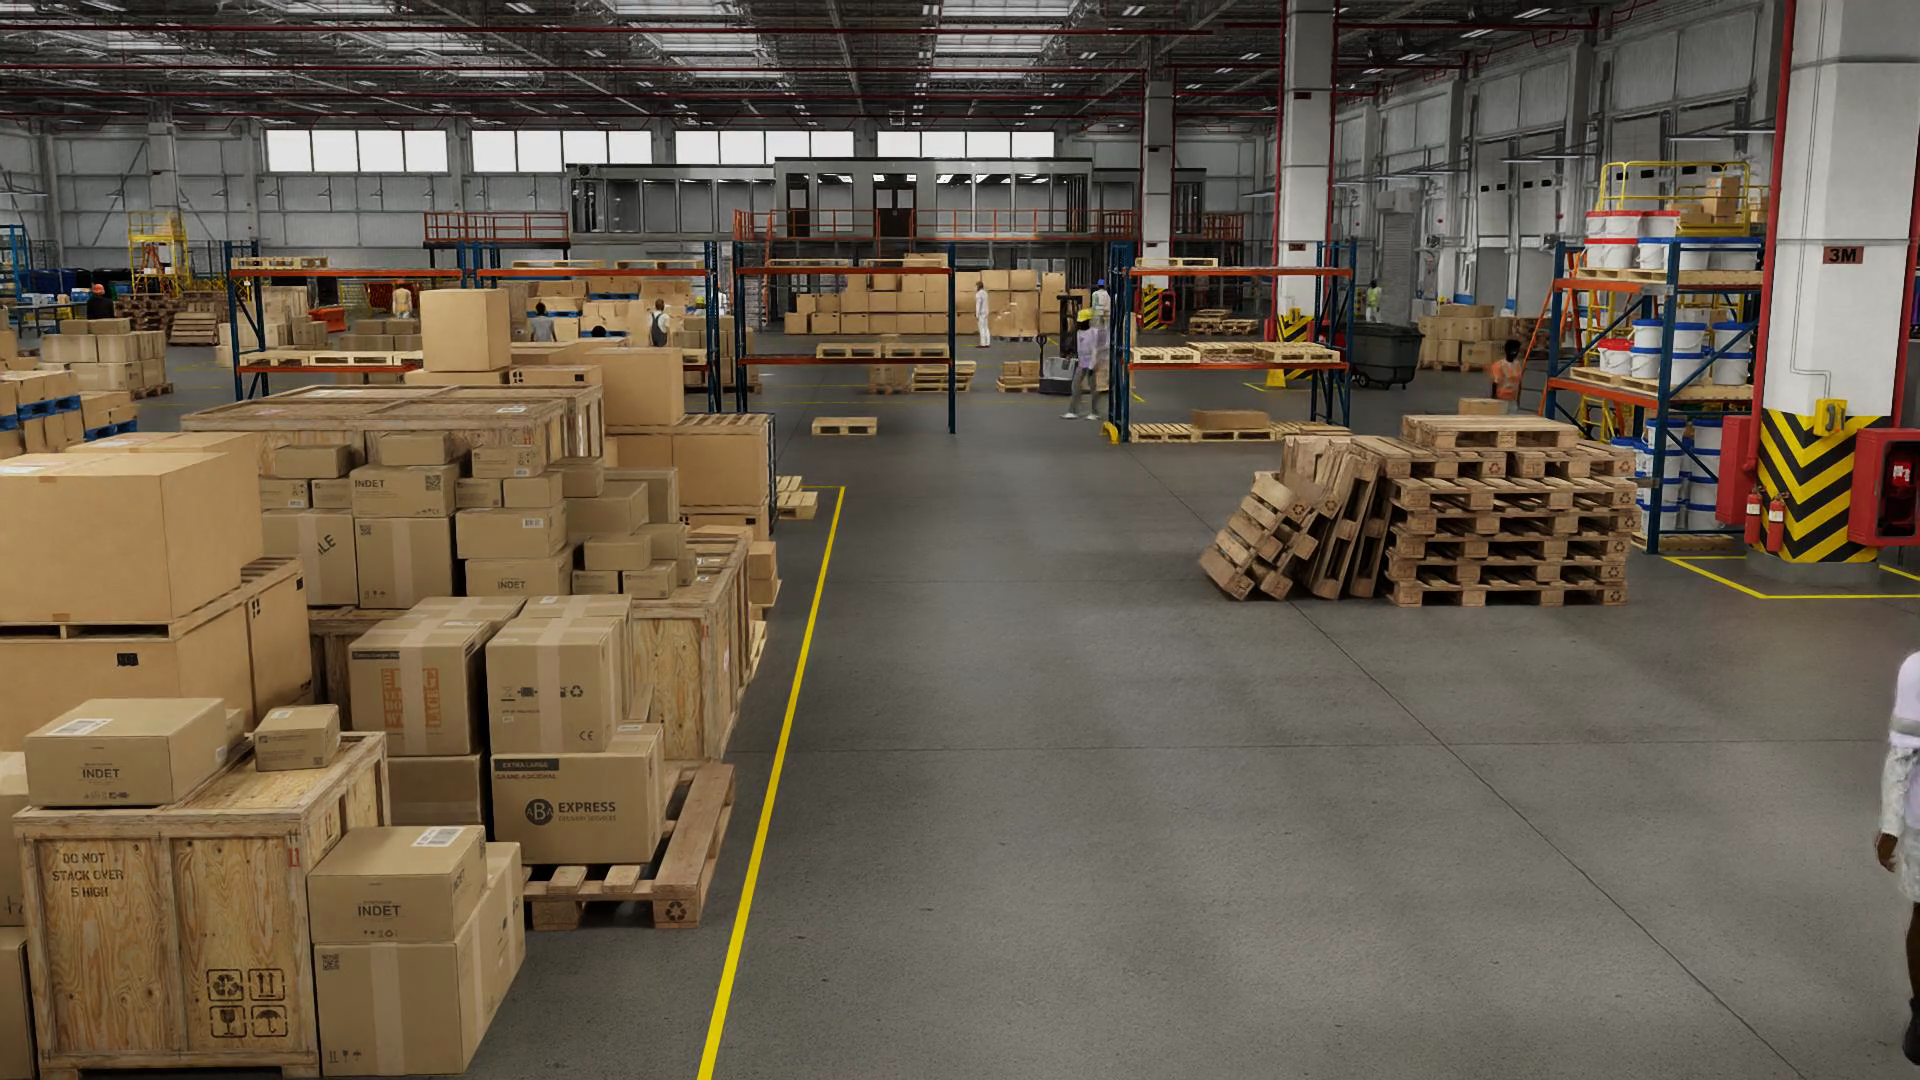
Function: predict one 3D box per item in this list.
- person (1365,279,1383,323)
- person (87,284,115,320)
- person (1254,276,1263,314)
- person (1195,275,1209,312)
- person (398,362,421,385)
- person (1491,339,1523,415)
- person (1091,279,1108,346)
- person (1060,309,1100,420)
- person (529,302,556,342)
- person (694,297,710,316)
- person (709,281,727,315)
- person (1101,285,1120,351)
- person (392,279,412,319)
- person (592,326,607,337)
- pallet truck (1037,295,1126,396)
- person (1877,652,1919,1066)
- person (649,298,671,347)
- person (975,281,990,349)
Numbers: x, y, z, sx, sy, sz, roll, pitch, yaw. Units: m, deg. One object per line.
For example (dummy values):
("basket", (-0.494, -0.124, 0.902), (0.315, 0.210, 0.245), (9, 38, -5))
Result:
("person", (13.445, -7.591, 54.258), (0.922, 1.796, 0.638), (-9, 14, -42))
("person", (-21.328, -5.358, 41.327), (0.612, 1.984, 0.401), (-5, 11, -27))
("person", (12.387, -10.297, 68.995), (0.371, 1.929, 0.585), (-2, 10, -13))
("person", (10.376, -10.750, 71.377), (0.618, 1.985, 0.408), (3, 11, 17))
("person", (-5.337, -0.814, 16.356), (0.616, 1.865, 0.652), (-10, 14, -43))
("person", (7.671, -2.007, 23.493), (0.532, 1.680, 0.448), (-6, 12, -30))
("person", (4.085, -6.565, 48.149), (0.615, 1.946, 0.391), (-3, 11, -16))
("person", (2.075, -2.959, 28.211), (0.843, 1.886, 0.592), (-8, 13, -38))
("person", (-8.336, -3.842, 33.308), (0.526, 1.840, 0.867), (-2, 10, -9))
("person", (-6.082, -4.844, 39.135), (0.295, 1.744, 0.487), (7, 12, 34))
("person", (-6.811, -6.298, 46.690), (0.545, 1.938, 0.362), (-2, 10, -9))
("person", (4.186, -6.163, 46.208), (0.429, 1.845, 0.621), (-7, 12, -35))
("person", (-17.099, -7.052, 51.034), (0.557, 1.876, 1.038), (-3, 10, -14))
("person", (-4.896, -1.943, 22.540), (0.608, 1.903, 0.402), (1, 10, 3))
("pallet truck", (2.483, -3.881, 33.060), (1.885, 1.965, 0.823), (-7, 13, -36))
("person", (3.609, 1.027, 5.960), (0.570, 1.916, 0.625), (5, 11, 24))
("person", (-6.545, -4.317, 36.027), (0.520, 1.820, 0.855), (5, 11, 26))
("person", (0.609, -6.413, 47.395), (0.389, 1.927, 0.645), (4, 11, 23))
